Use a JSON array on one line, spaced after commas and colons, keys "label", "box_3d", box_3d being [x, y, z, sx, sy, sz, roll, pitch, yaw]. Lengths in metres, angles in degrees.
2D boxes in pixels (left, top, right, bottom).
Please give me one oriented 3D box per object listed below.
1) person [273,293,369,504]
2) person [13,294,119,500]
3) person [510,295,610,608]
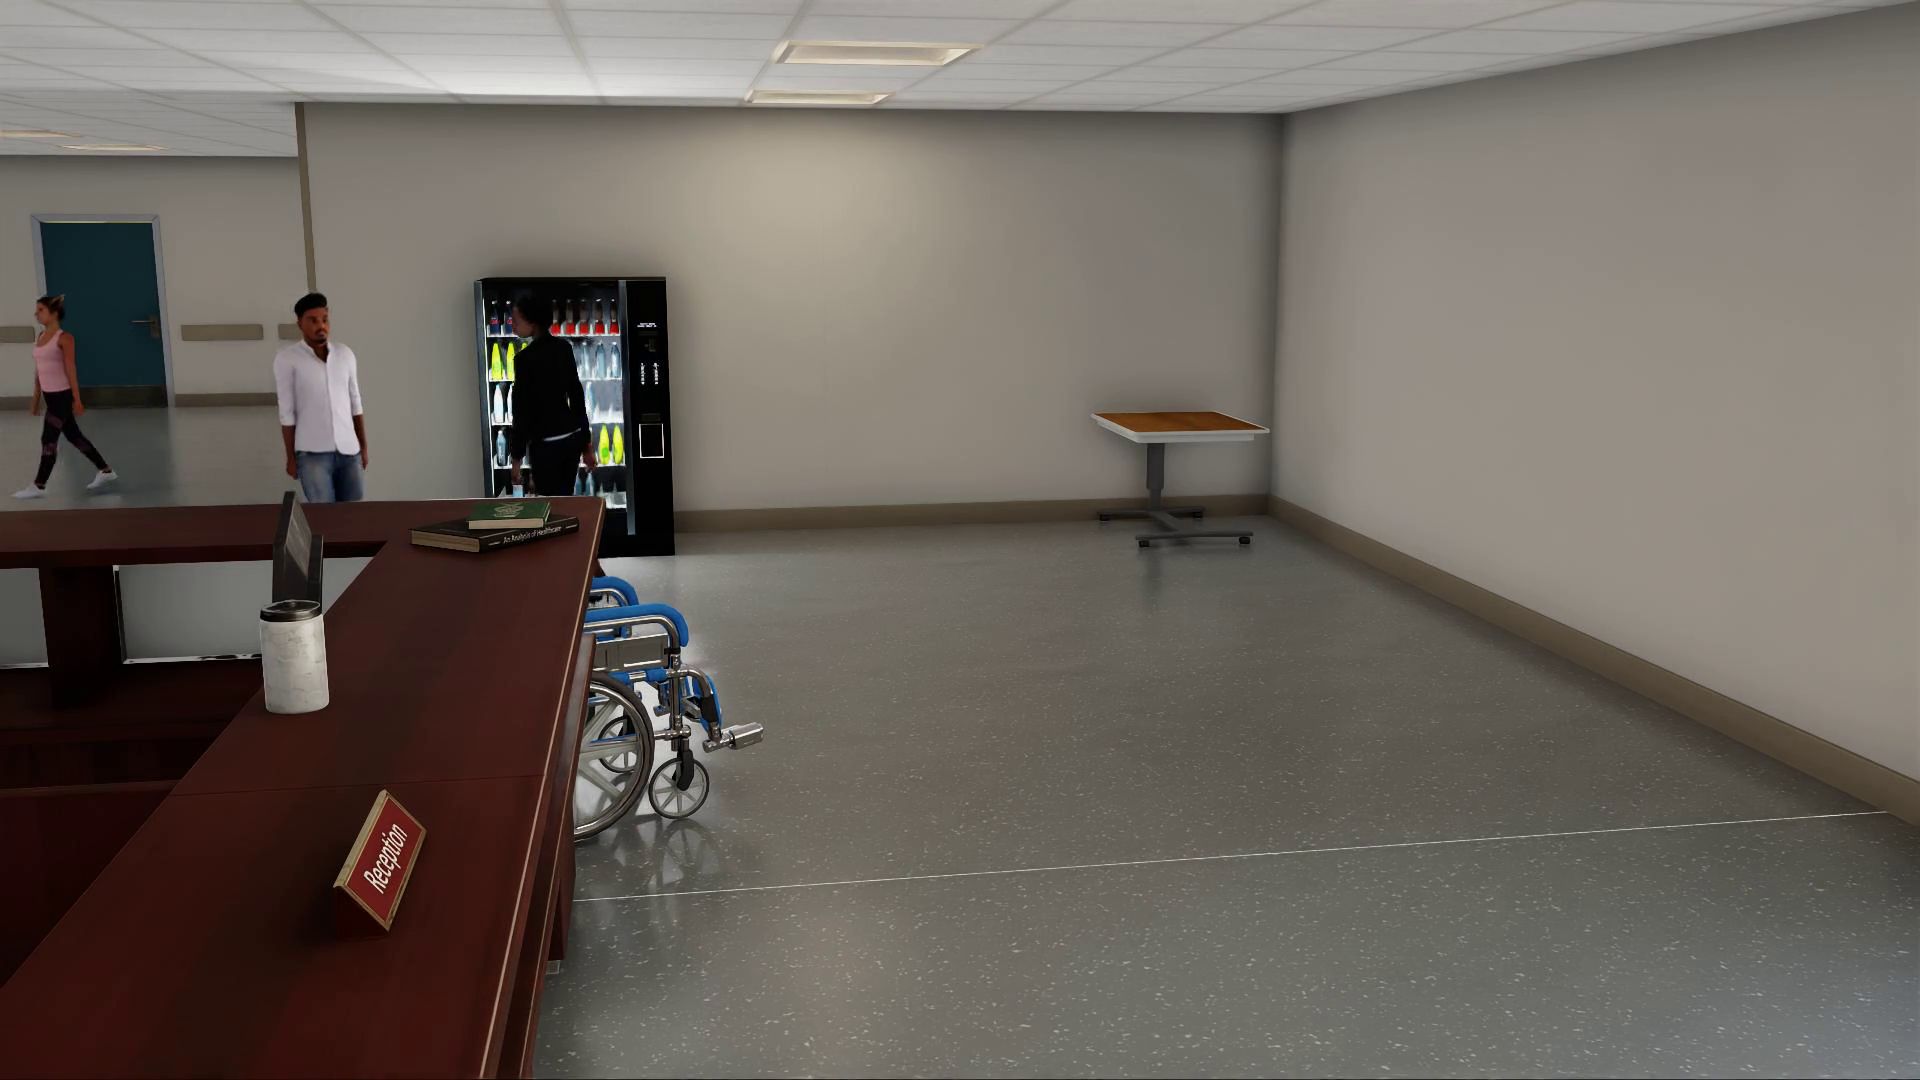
[{"label": "person", "box_3d": [-3.791, -0.562, 9.880, 1.055, 1.792, 1.070, 10, 15, 44]}, {"label": "person", "box_3d": [-7.213, -1.145, 13.475, 1.047, 1.597, 1.118, 7, 13, 34]}, {"label": "person", "box_3d": [-2.199, -0.436, 9.202, 0.785, 1.797, 0.769, 9, 14, 39]}]
